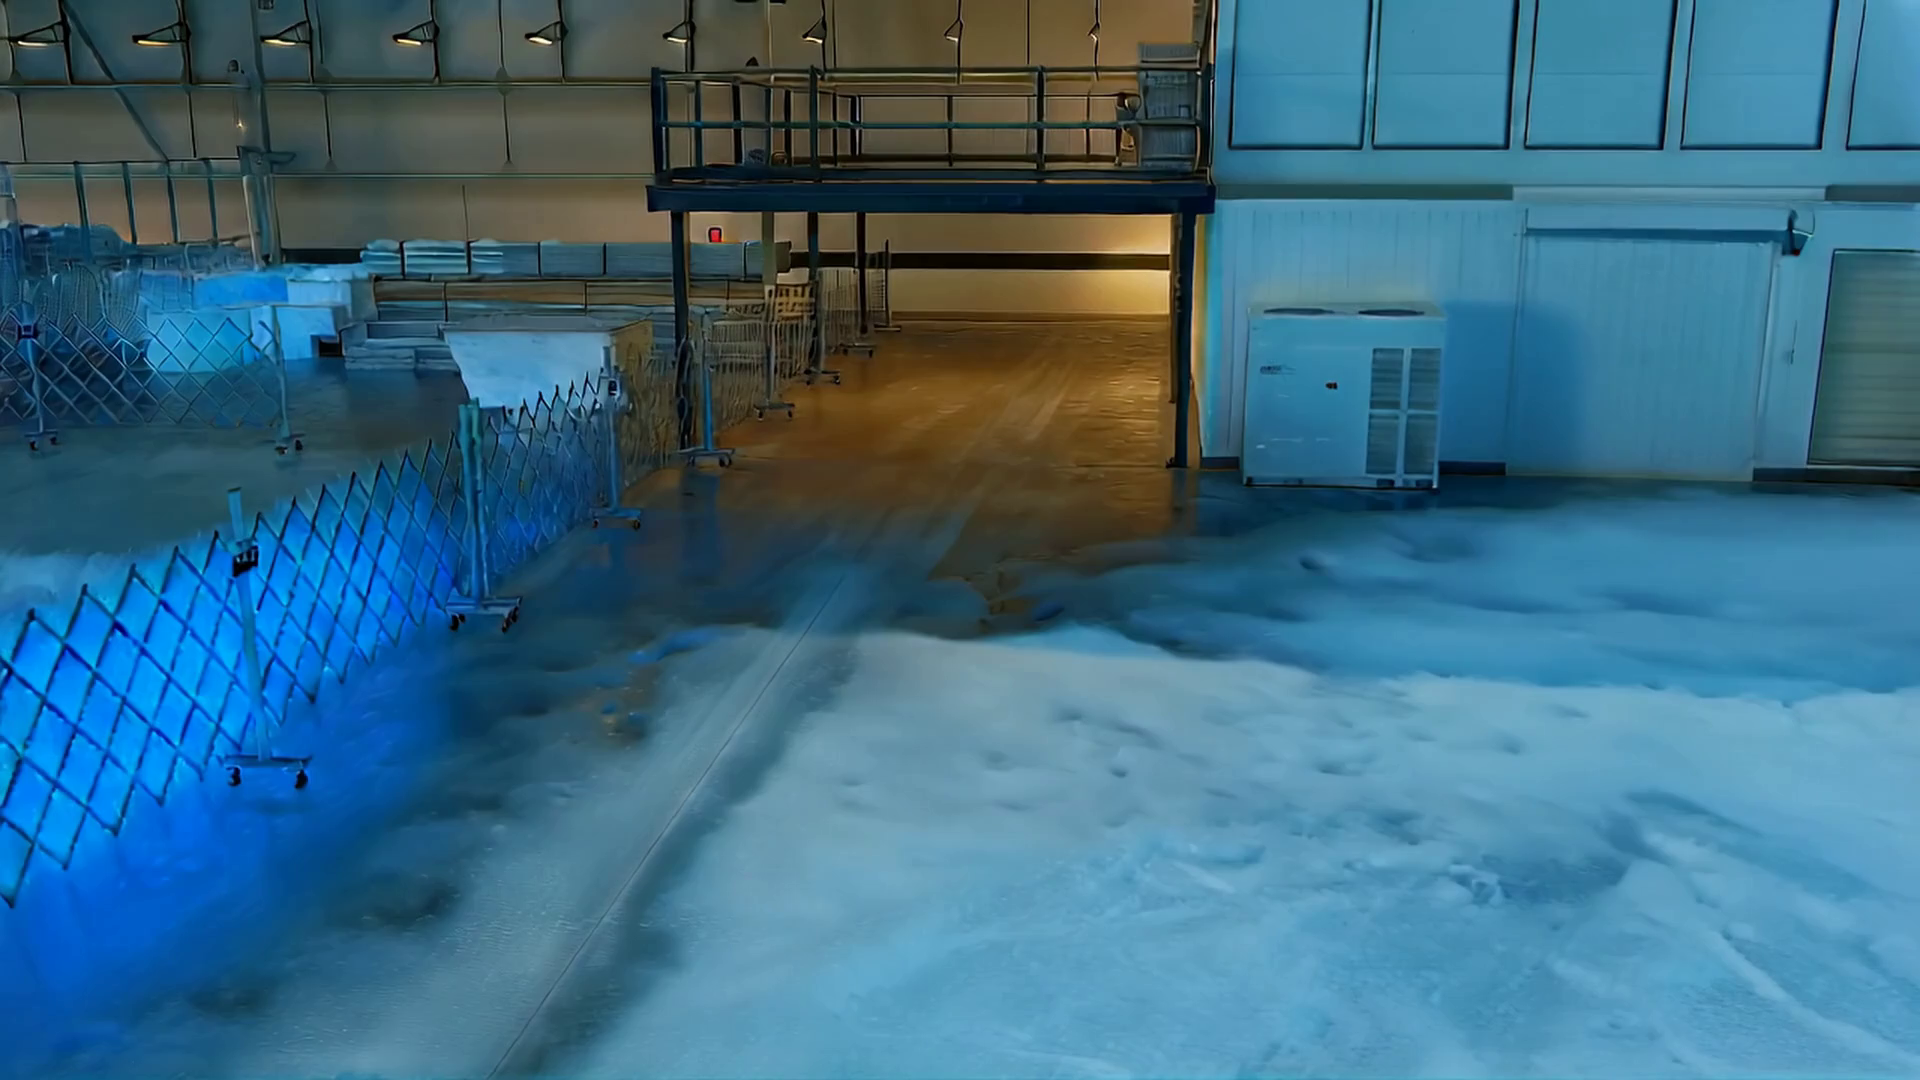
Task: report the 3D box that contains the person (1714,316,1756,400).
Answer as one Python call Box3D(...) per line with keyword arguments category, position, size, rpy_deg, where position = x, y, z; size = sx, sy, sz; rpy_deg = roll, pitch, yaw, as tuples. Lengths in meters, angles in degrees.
Box3D(category="person", position=(9.437, -2.309, 20.301), size=(0.601, 1.883, 0.639), rpy_deg=(-6, 15, -21))
